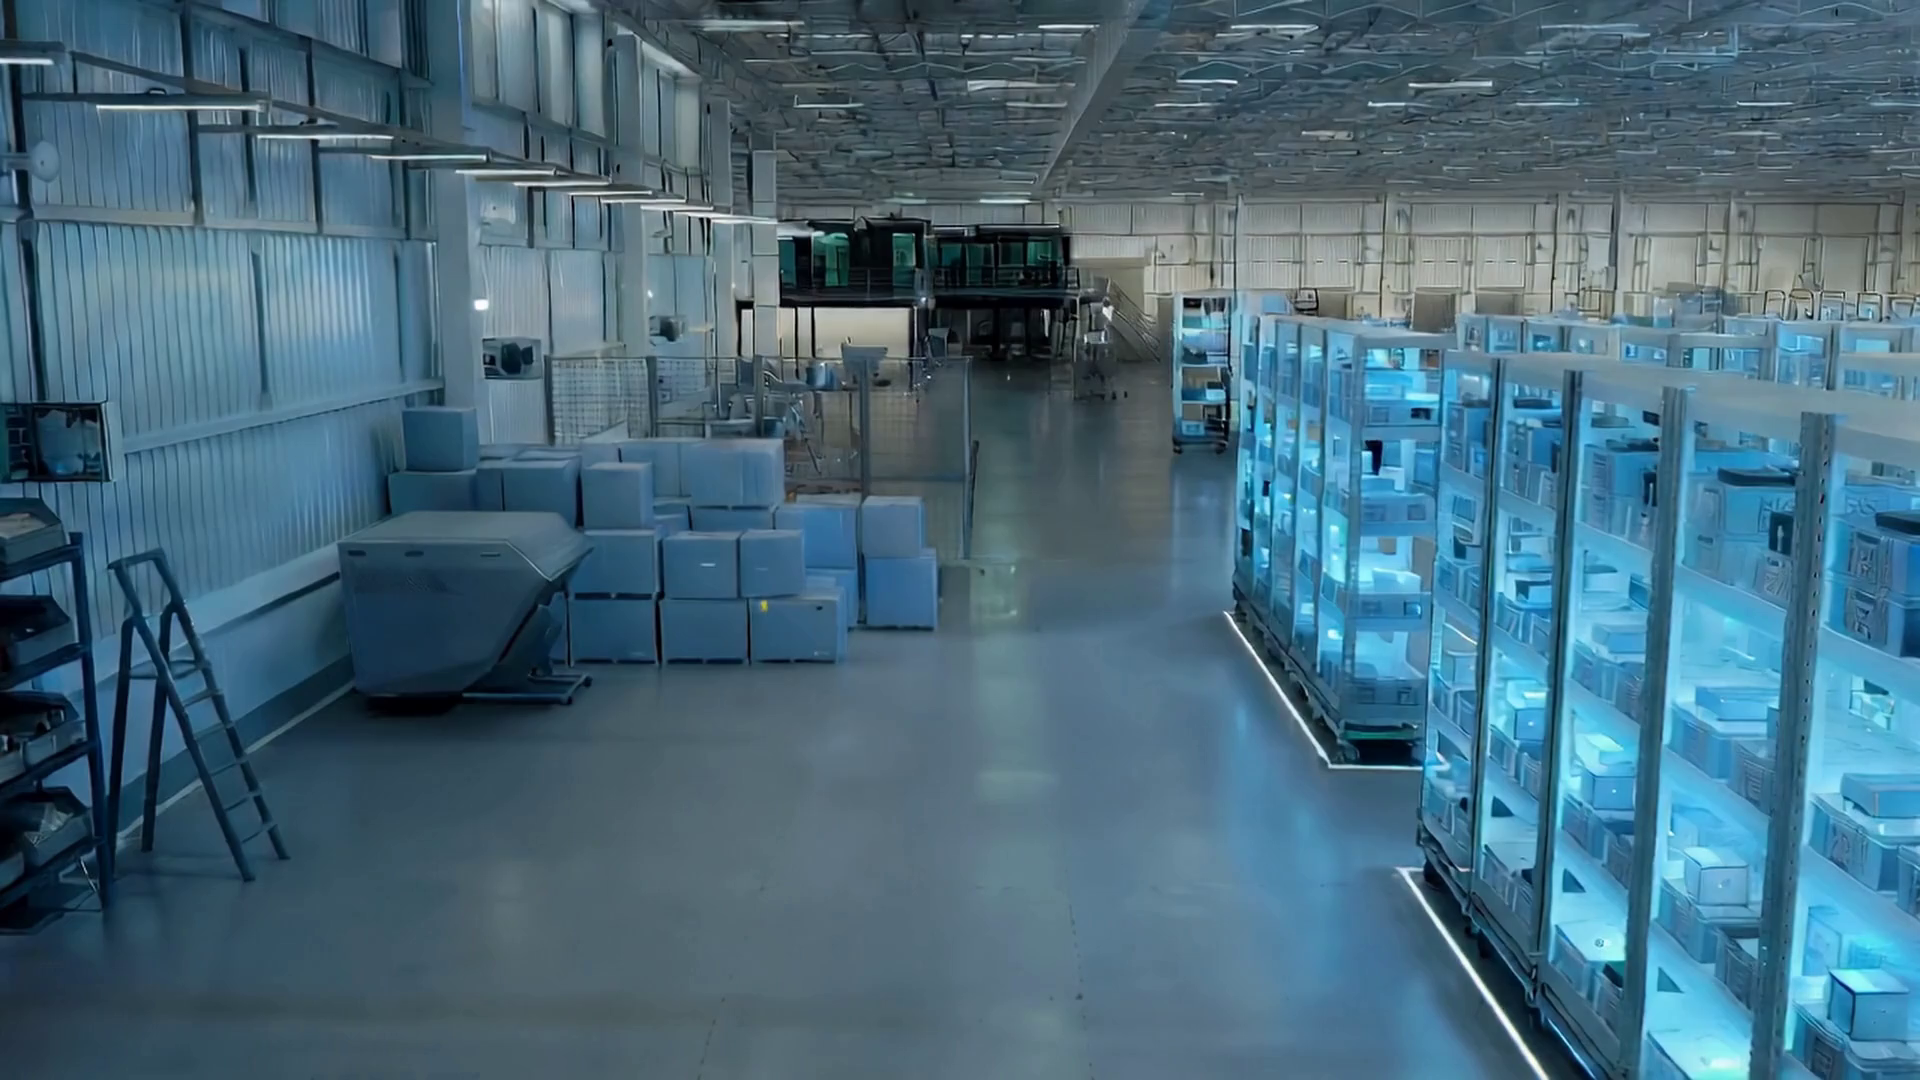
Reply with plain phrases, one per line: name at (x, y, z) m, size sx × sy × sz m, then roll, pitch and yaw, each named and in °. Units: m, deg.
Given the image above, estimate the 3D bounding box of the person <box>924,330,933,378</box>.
person at (-1.220, -7.152, 63.874) m, size 0.330 × 1.841 × 0.520 m, roll 3°, pitch 10°, yaw 20°

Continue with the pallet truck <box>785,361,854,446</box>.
pallet truck at (-3.410, -3.193, 38.978) m, size 1.885 × 1.965 × 0.823 m, roll 0°, pitch 9°, yaw -1°

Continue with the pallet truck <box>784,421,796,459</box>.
pallet truck at (-4.013, -1.793, 32.705) m, size 1.601 × 1.201 × 0.680 m, roll 0°, pitch 9°, yaw 1°

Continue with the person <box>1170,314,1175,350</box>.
person at (11.025, -10.727, 85.801) m, size 0.355 × 1.884 × 0.574 m, roll 3°, pitch 10°, yaw 16°

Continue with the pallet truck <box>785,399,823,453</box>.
pallet truck at (-3.814, -2.432, 36.419) m, size 1.630 × 1.274 × 0.653 m, roll 0°, pitch 9°, yaw 1°

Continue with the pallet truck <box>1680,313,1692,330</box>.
pallet truck at (36.315, -10.531, 84.244) m, size 0.823 × 1.965 × 1.885 m, roll -6°, pitch 11°, yaw -33°

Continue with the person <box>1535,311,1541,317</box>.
person at (33.140, -12.224, 95.329) m, size 0.949 × 1.792 × 0.644 m, roll 6°, pitch 11°, yaw 34°

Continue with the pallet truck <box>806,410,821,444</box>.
pallet truck at (-3.559, -2.018, 33.905) m, size 1.522 × 1.261 × 0.704 m, roll 0°, pitch 9°, yaw -1°

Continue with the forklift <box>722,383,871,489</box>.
forklift at (-2.893, -1.687, 28.729) m, size 2.680 × 1.987 × 1.157 m, roll 0°, pitch 9°, yaw -1°

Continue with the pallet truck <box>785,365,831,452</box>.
pallet truck at (-3.774, -2.976, 37.635) m, size 1.885 × 1.965 × 0.823 m, roll 1°, pitch 9°, yaw 5°

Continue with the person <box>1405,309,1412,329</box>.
person at (25.445, -12.150, 94.488) m, size 0.588 × 1.918 × 0.391 m, roll -8°, pitch 12°, yaw -42°

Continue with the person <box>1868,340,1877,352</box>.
person at (34.592, -7.033, 63.203) m, size 0.938 × 1.834 × 0.519 m, roll 1°, pitch 9°, yaw 7°

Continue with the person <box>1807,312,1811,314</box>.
person at (44.909, -11.125, 88.102) m, size 0.411 × 1.937 × 0.635 m, roll 2°, pitch 10°, yaw 15°

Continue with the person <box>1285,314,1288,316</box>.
person at (16.957, -10.787, 86.274) m, size 0.584 × 1.852 × 1.042 m, roll 0°, pitch 9°, yaw -2°

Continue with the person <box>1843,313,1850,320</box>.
person at (43.932, -10.286, 82.600) m, size 0.542 × 2.000 × 0.679 m, roll 5°, pitch 10°, yaw 28°

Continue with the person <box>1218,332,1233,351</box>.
person at (11.828, -8.799, 74.126) m, size 0.640 × 1.821 × 1.033 m, roll -1°, pitch 9°, yaw -9°

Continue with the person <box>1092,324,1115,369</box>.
person at (6.006, -8.089, 69.520) m, size 0.888 × 1.895 × 0.598 m, roll 4°, pitch 10°, yaw 24°

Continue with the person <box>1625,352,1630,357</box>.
person at (19.173, -4.519, 47.756) m, size 0.582 × 1.804 × 0.726 m, roll -5°, pitch 11°, yaw -31°

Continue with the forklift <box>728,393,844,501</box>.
forklift at (-2.979, -1.316, 26.476) m, size 2.680 × 1.987 × 1.157 m, roll 0°, pitch 9°, yaw 1°

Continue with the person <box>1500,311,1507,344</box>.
person at (30.245, -11.740, 92.174) m, size 0.649 × 1.849 × 0.526 m, roll -2°, pitch 10°, yaw -14°
